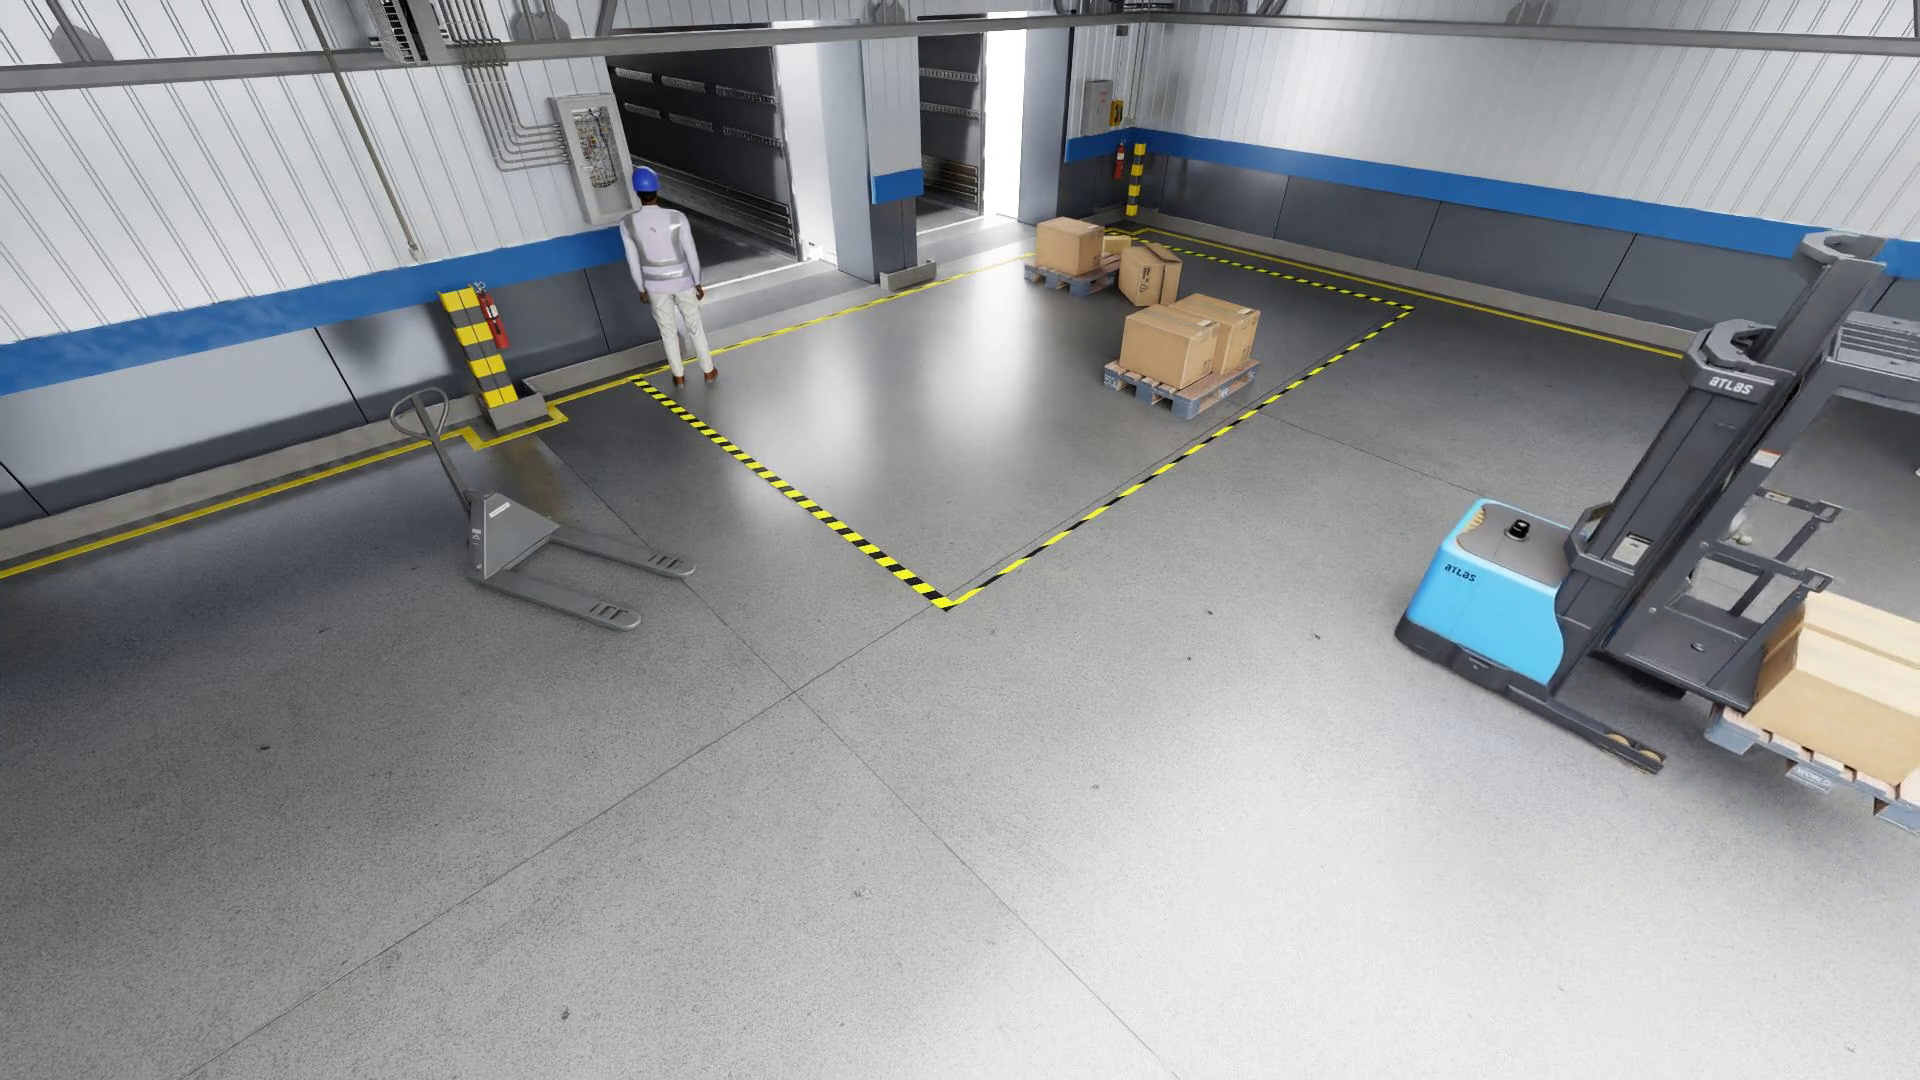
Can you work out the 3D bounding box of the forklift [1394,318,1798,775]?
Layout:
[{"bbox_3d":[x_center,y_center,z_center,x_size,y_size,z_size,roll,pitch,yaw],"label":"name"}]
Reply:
[{"bbox_3d":[3.173,-0.129,3.785,0.716,2.013,0.776,-31,47,-33],"label":"forklift"}]

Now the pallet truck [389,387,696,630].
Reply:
[{"bbox_3d":[-2.613,-0.247,4.593,1.601,1.201,0.680,14,40,17],"label":"pallet truck"}]

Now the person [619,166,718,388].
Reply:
[{"bbox_3d":[-2.670,-2.351,6.736,0.603,1.948,0.400,-10,39,-12],"label":"person"}]

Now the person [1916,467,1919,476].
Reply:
[{"bbox_3d":[7.935,-1.150,5.347,0.486,1.744,0.309,4,38,5],"label":"person"}]
